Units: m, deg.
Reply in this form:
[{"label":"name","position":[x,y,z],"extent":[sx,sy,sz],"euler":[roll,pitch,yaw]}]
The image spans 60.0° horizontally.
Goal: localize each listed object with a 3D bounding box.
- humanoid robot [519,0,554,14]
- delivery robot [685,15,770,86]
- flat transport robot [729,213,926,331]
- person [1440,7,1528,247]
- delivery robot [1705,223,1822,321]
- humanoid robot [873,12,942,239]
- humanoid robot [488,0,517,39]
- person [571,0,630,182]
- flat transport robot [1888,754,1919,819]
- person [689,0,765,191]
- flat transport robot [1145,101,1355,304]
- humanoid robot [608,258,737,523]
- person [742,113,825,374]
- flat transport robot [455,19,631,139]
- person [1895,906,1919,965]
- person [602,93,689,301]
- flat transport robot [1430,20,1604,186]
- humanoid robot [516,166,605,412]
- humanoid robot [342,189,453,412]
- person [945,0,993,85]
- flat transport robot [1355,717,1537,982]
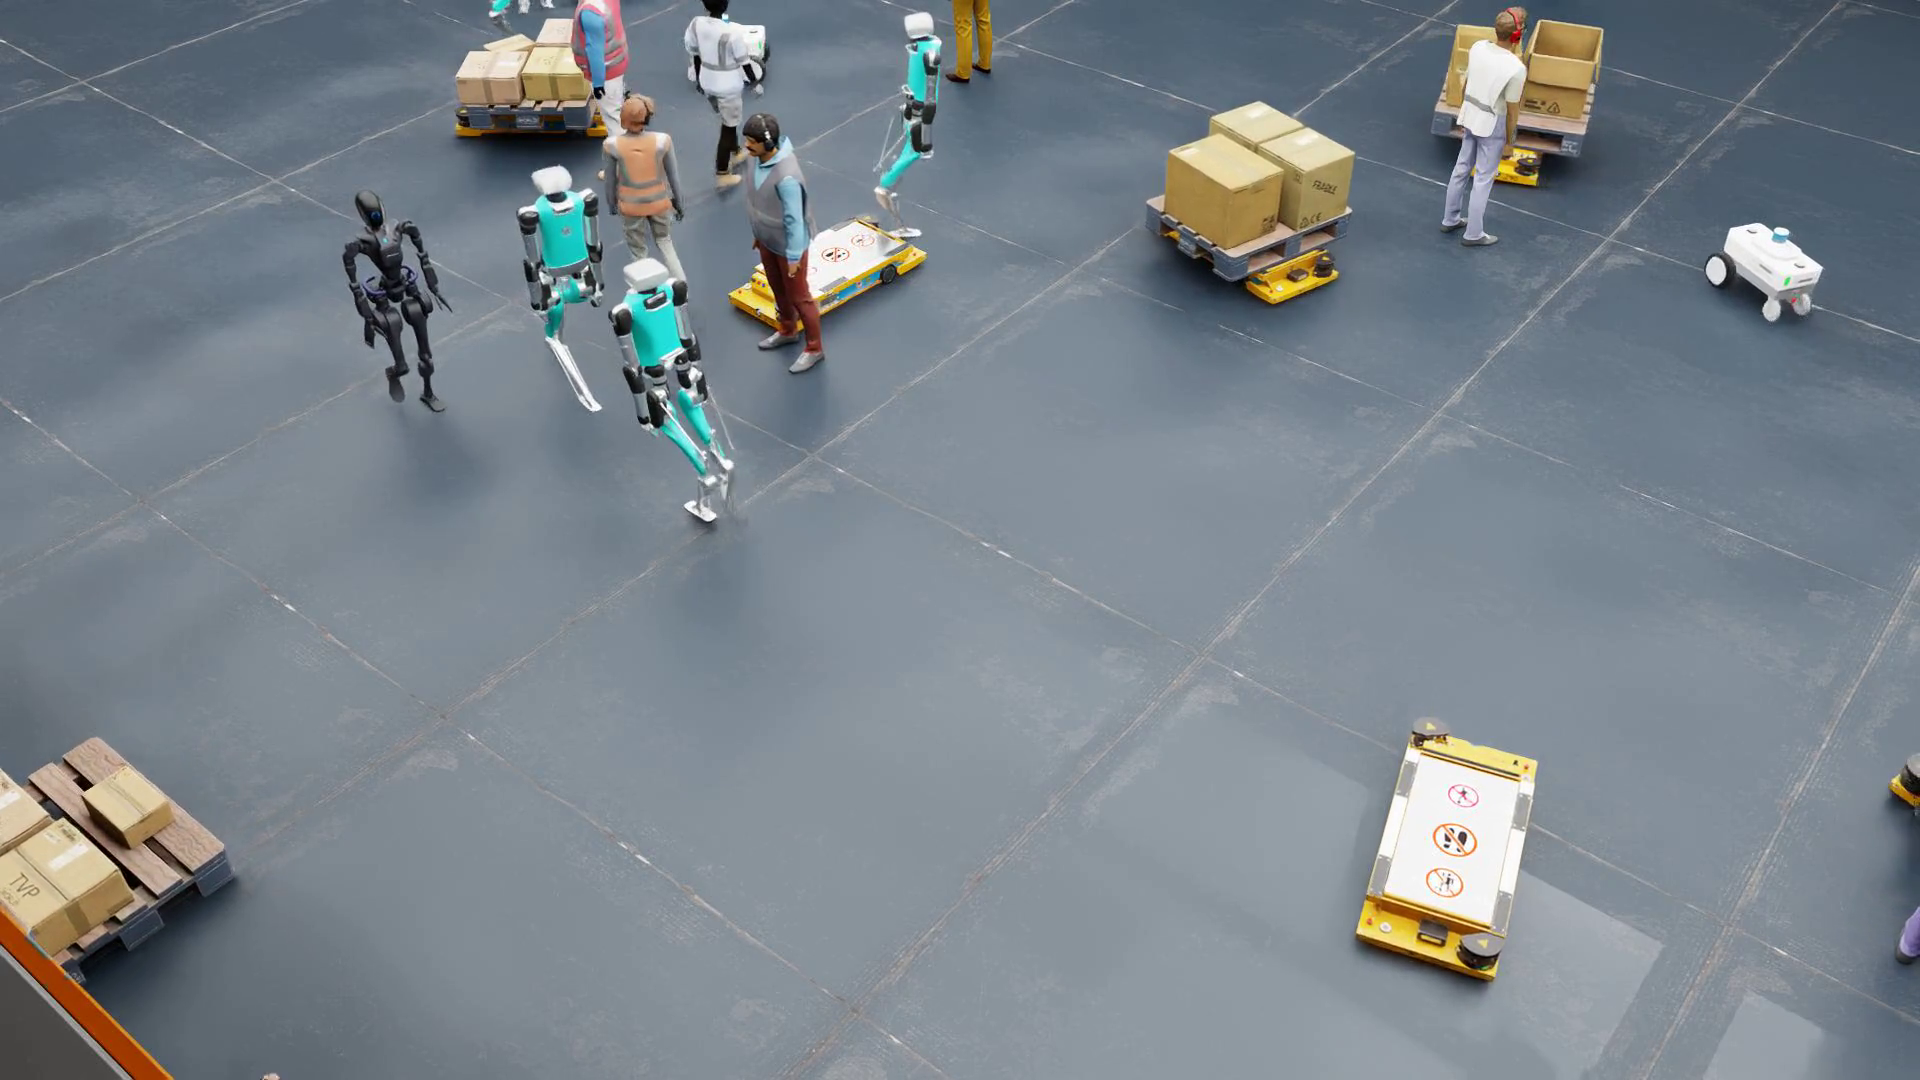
[{"label":"humanoid robot","position":[-4.150,-5.927,15.941],"extent":[0.549,1.797,0.732],"euler":[-16,43,-18]},{"label":"delivery robot","position":[-2.116,-4.477,15.106],"extent":[0.756,0.571,0.499],"euler":[0,40,0]},{"label":"flat transport robot","position":[-0.979,-2.005,12.437],"extent":[0.659,0.231,1.431],"euler":[31,49,31]},{"label":"person","position":[3.944,-3.087,12.489],"extent":[0.390,1.849,0.563],"euler":[-18,44,-20]},{"label":"delivery robot","position":[5.936,-2.014,12.241],"extent":[0.499,0.613,0.811],"euler":[-12,42,-14]},{"label":"humanoid robot","position":[-0.474,-3.024,12.585],"extent":[0.688,1.889,0.545],"euler":[-10,41,-11]},{"label":"humanoid robot","position":[-4.073,-5.106,15.021],"extent":[0.769,1.861,0.530],"euler":[-21,44,-22]},{"label":"person","position":[-2.864,-3.776,13.319],"extent":[0.434,1.833,0.629],"euler":[1,40,1]},{"label":"flat transport robot","position":[5.529,1.473,8.345],"extent":[0.659,0.231,1.431],"euler":[-27,47,-28]},{"label":"person","position":[-1.806,-3.660,13.300],"extent":[0.550,1.676,0.699],"euler":[30,49,30]},{"label":"flat transport robot","position":[2.168,-2.280,12.760],"extent":[0.659,0.231,1.431],"euler":[-24,46,-26]},{"label":"humanoid robot","position":[-1.596,-0.729,9.883],"extent":[0.770,1.869,0.533],"euler":[29,48,30]},{"label":"person","position":[-1.203,-2.022,11.230],"extent":[0.418,1.865,0.554],"euler":[-27,47,-28]},{"label":"flat transport robot","position":[-3.608,-3.744,14.482],"extent":[1.431,0.231,0.659],"euler":[0,40,0]},{"label":"person","position":[4.646,1.334,7.301],"extent":[0.558,1.836,0.377],"euler":[30,49,30]},{"label":"person","position":[-2.235,-2.371,11.824],"extent":[0.499,1.628,0.422],"euler":[-16,43,-18]},{"label":"flat transport robot","position":[4.665,-3.455,14.143],"extent":[0.659,0.231,1.431],"euler":[14,42,16]},{"label":"humanoid robot","position":[-2.732,-1.788,11.067],"extent":[0.545,1.764,0.956],"euler":[-24,46,-26]},{"label":"humanoid robot","position":[-3.666,-1.572,10.844],"extent":[0.598,1.647,0.423],"euler":[-30,49,-30]},{"label":"person","position":[0.091,-4.933,14.742],"extent":[0.343,1.747,0.529],"euler":[31,49,31]},{"label":"flat transport robot","position":[2.457,1.505,8.307],"extent":[0.659,0.231,1.431],"euler":[15,43,17]}]
